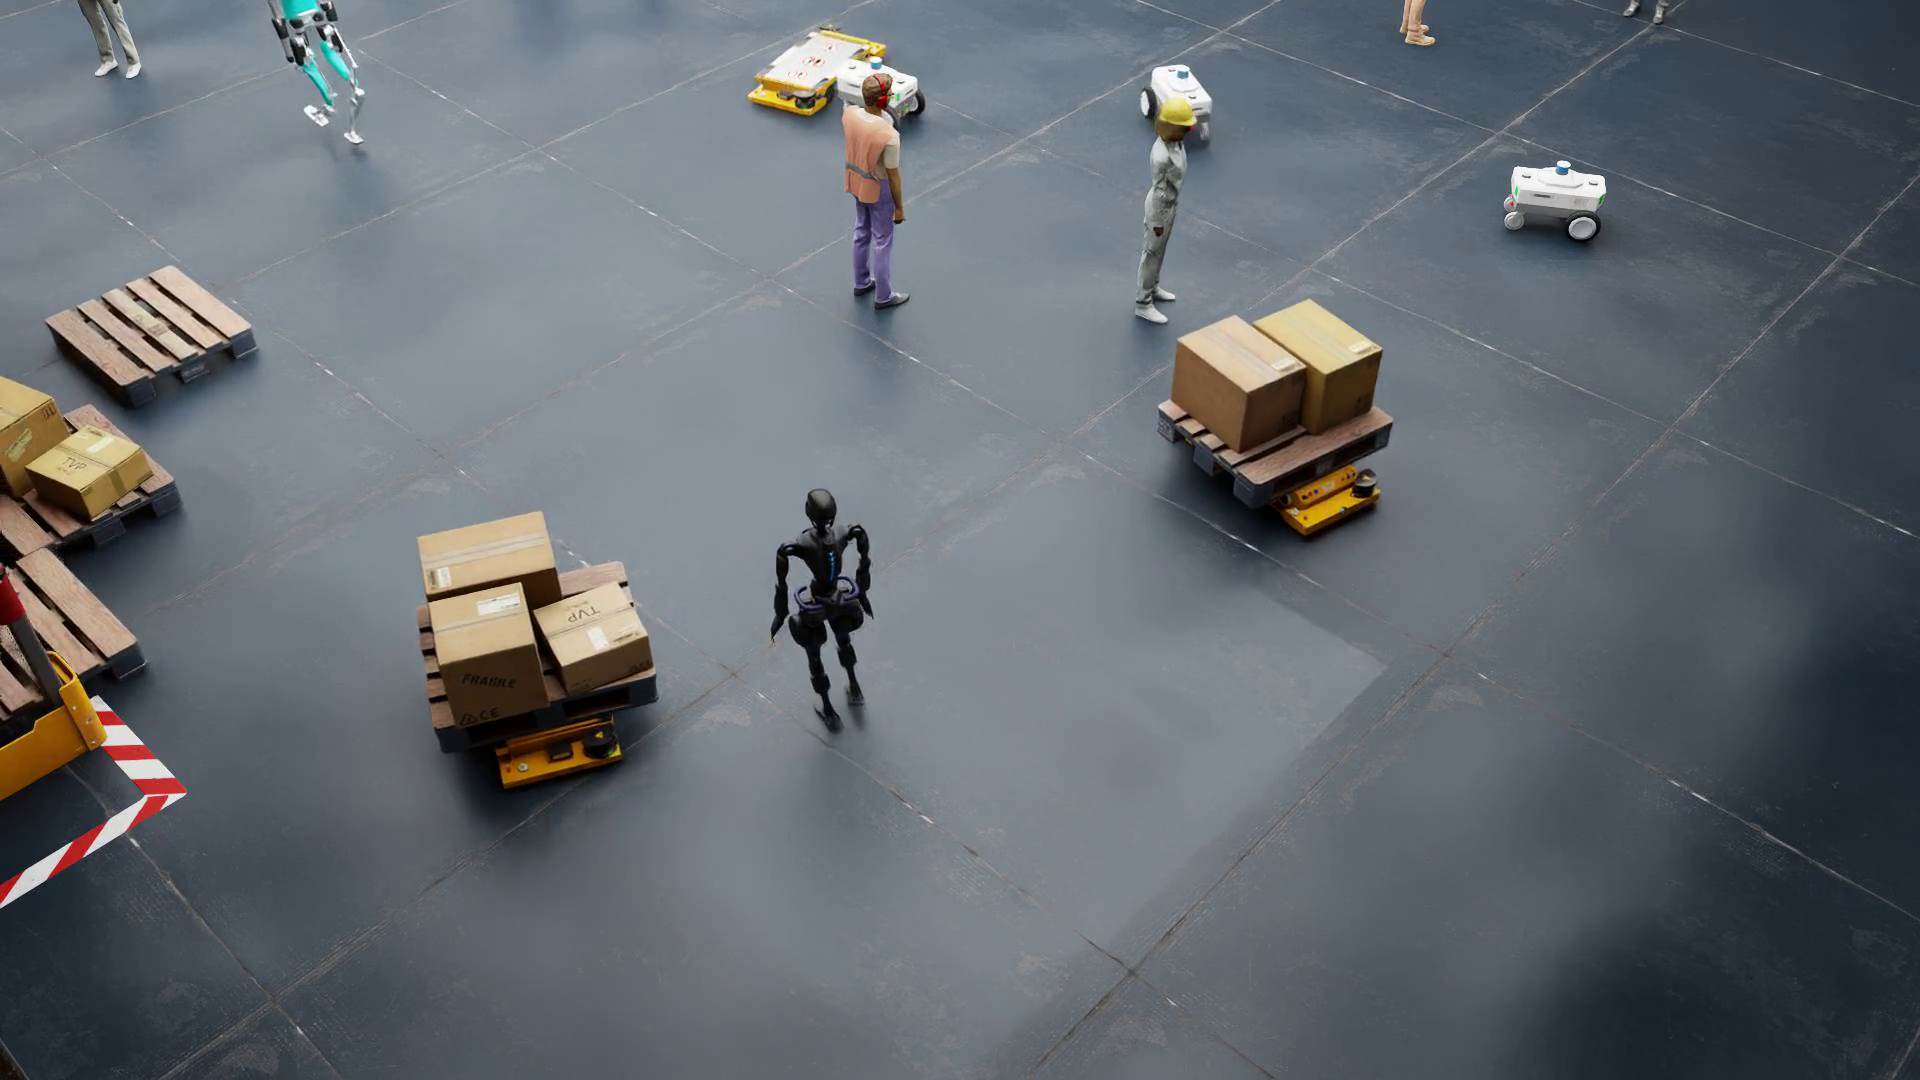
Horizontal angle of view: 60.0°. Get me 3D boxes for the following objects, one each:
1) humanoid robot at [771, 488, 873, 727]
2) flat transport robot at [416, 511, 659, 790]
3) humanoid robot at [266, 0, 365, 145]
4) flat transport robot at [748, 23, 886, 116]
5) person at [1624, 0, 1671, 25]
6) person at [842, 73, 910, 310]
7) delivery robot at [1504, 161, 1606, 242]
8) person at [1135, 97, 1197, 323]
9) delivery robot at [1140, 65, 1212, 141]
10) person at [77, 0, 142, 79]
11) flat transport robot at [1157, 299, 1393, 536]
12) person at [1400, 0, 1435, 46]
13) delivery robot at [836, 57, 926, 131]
[{"bbox_3d":[-0.747,0.371,9.058,0.586,1.656,0.342,-18,45,-19],"label":"humanoid robot"},{"bbox_3d":[-2.422,0.797,9.641,0.659,0.231,1.431,-13,44,-14],"label":"flat transport robot"},{"bbox_3d":[-5.384,-4.109,13.994,0.550,1.730,1.039,-30,50,-29],"label":"humanoid robot"},{"bbox_3d":[-1.310,-4.354,15.365,0.659,0.231,1.431,19,45,20],"label":"flat transport robot"},{"bbox_3d":[6.784,-5.886,15.902,0.566,1.832,0.409,20,46,21],"label":"person"},{"bbox_3d":[-0.632,-2.531,12.168,0.376,1.840,0.562,-32,51,-30],"label":"person"},{"bbox_3d":[4.811,-2.753,13.381,0.794,0.606,0.499,9,43,10],"label":"delivery robot"},{"bbox_3d":[1.502,-2.418,12.110,0.315,1.742,0.491,12,43,13],"label":"person"},{"bbox_3d":[1.931,-3.878,14.621,0.499,0.592,0.774,-10,43,-11],"label":"delivery robot"},{"bbox_3d":[-7.839,-4.974,15.029,0.521,1.636,0.309,7,42,8],"label":"person"},{"bbox_3d":[2.088,-0.595,11.188,0.659,0.231,1.431,-24,47,-24],"label":"flat transport robot"},{"bbox_3d":[4.412,-5.518,15.554,0.320,1.747,0.473,1,42,1],"label":"person"},{"bbox_3d":[-0.711,-3.963,14.724,0.776,0.604,0.499,23,47,23],"label":"delivery robot"}]
